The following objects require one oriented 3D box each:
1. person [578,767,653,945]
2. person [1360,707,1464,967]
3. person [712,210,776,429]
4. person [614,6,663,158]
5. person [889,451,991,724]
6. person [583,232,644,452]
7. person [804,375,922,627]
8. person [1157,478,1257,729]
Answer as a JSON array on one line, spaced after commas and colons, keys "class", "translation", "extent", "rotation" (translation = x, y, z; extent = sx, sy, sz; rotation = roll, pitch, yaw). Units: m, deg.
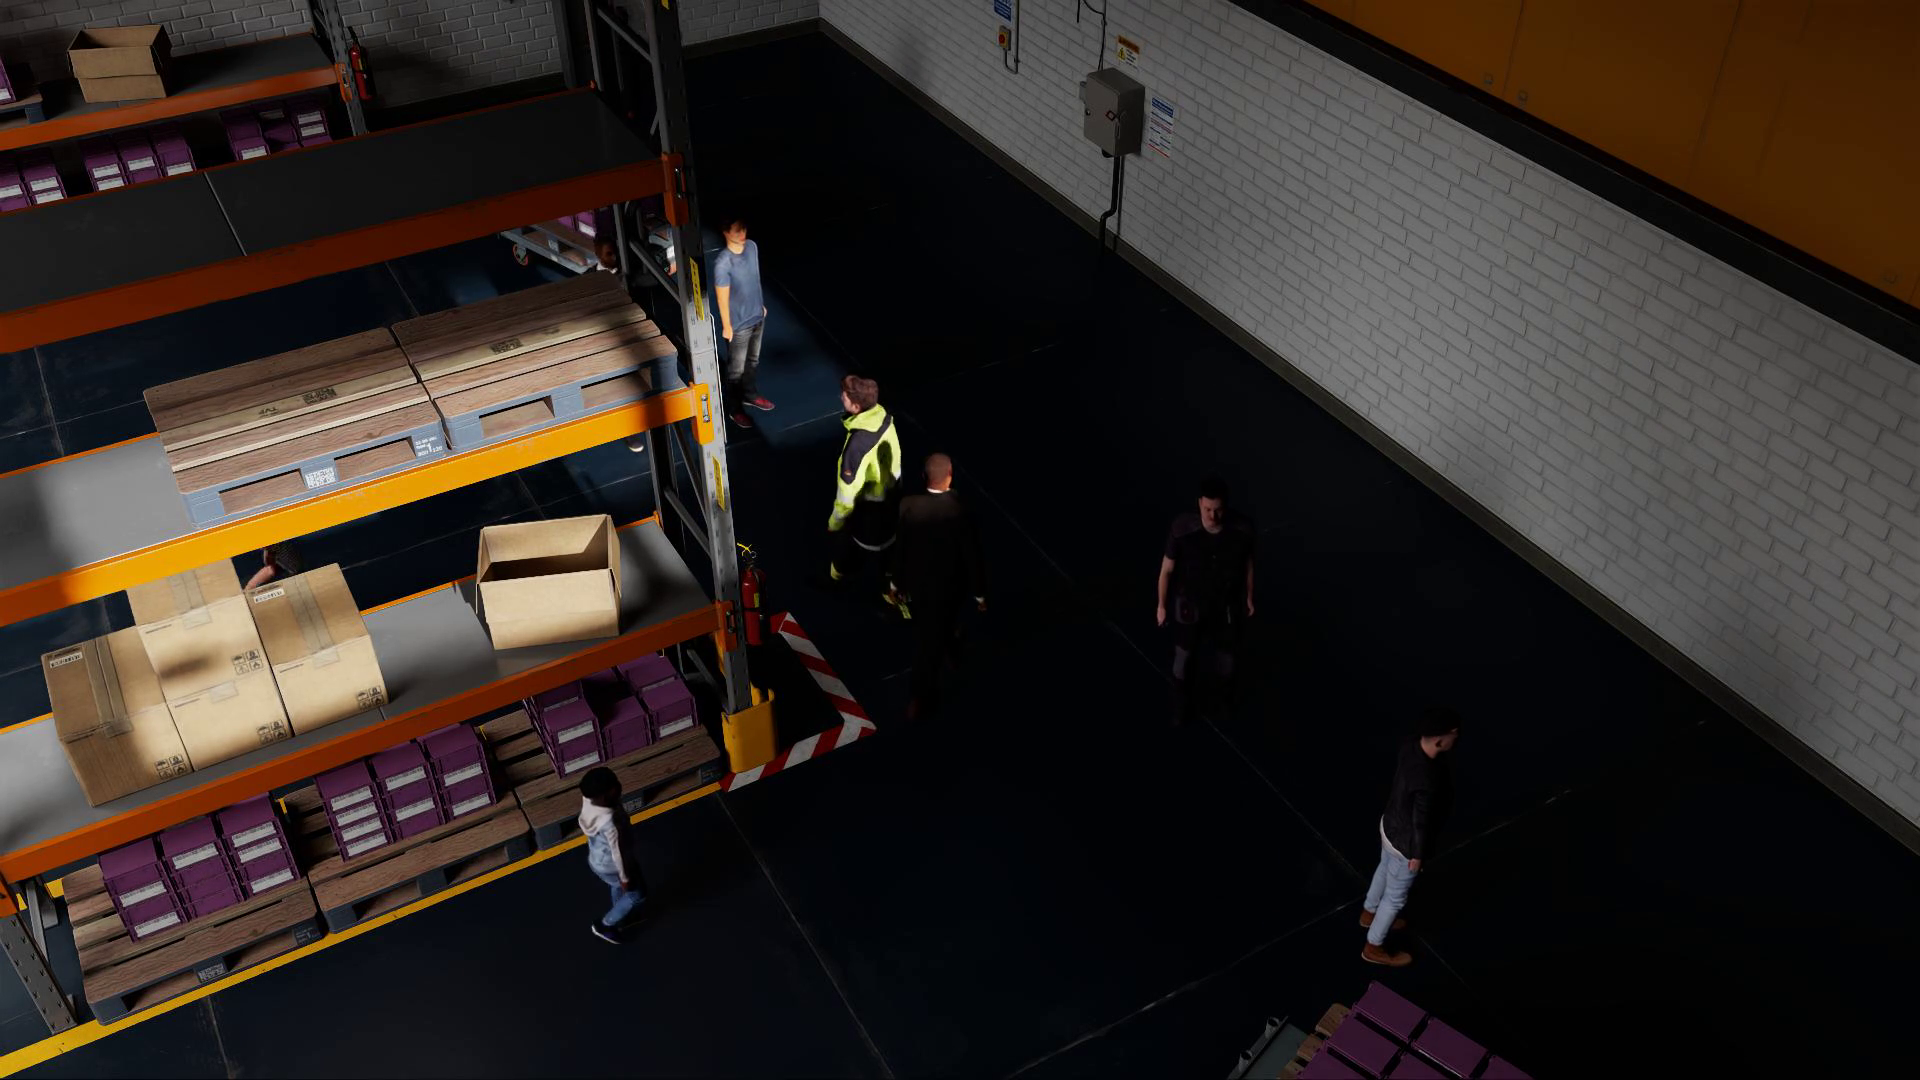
[{"class": "person", "translation": [-1.929, 1.732, 9.011], "extent": [0.579, 1.253, 0.491], "rotation": [-21, 43, -24]}, {"class": "person", "translation": [2.354, 1.543, 8.785], "extent": [0.735, 1.830, 0.727], "rotation": [1, 39, 2]}, {"class": "person", "translation": [-1.699, -1.745, 12.918], "extent": [0.797, 1.809, 0.666], "rotation": [19, 42, 22]}, {"class": "person", "translation": [-3.105, -4.258, 16.075], "extent": [0.966, 1.796, 0.756], "rotation": [-14, 41, -17]}, {"class": "person", "translation": [-0.194, 0.355, 10.246], "extent": [1.155, 1.863, 1.278], "rotation": [16, 41, 19]}, {"class": "person", "translation": [-2.644, -1.577, 12.712], "extent": [0.879, 1.804, 0.814], "rotation": [-24, 45, -27]}, {"class": "person", "translation": [-0.482, -0.196, 10.876], "extent": [1.268, 1.937, 1.192], "rotation": [8, 39, 9]}, {"class": "person", "translation": [1.518, 0.336, 10.287], "extent": [0.811, 1.841, 0.939], "rotation": [1, 39, 1]}]
